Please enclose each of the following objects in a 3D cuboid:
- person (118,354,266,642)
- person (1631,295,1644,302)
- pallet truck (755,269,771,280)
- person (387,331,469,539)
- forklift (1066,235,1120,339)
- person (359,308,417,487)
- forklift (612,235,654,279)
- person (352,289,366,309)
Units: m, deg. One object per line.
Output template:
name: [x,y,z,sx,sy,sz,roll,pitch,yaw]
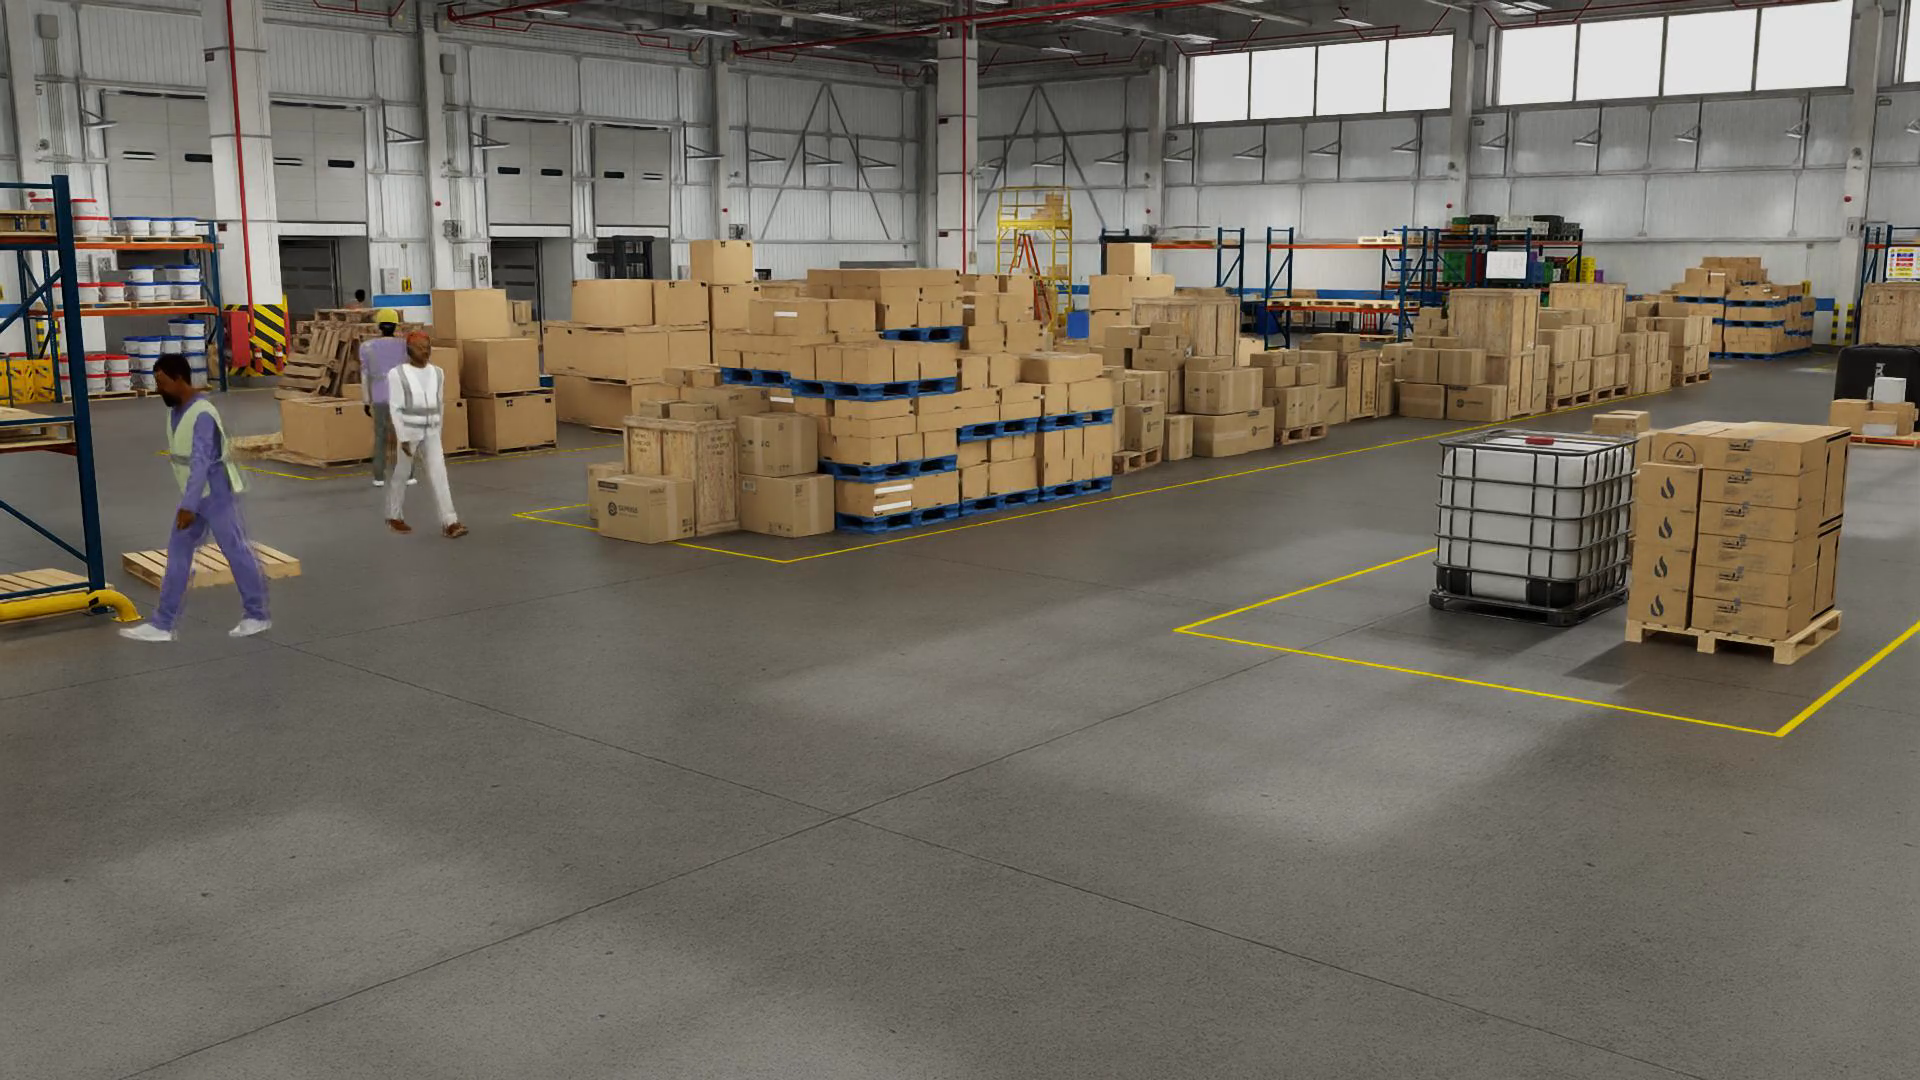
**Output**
person: [-4.955,-0.251,10.696,0.627,1.861,0.971,9,13,41]
person: [13.576,-4.098,33.343,0.750,1.600,0.545,4,11,19]
pallet truck: [-4.996,-6.432,45.525,1.885,1.965,0.823,-6,12,-32]
person: [-4.761,-0.922,14.663,1.034,1.832,0.579,9,13,40]
forklift: [3.440,-5.600,38.276,1.873,2.768,1.129,2,10,12]
person: [-6.118,-1.531,17.885,0.591,1.910,0.432,-3,10,-18]
forklift: [-7.300,-5.450,37.421,1.873,2.768,1.129,8,13,40]
person: [-13.163,-4.671,36.487,0.883,1.651,0.542,-8,13,-38]
